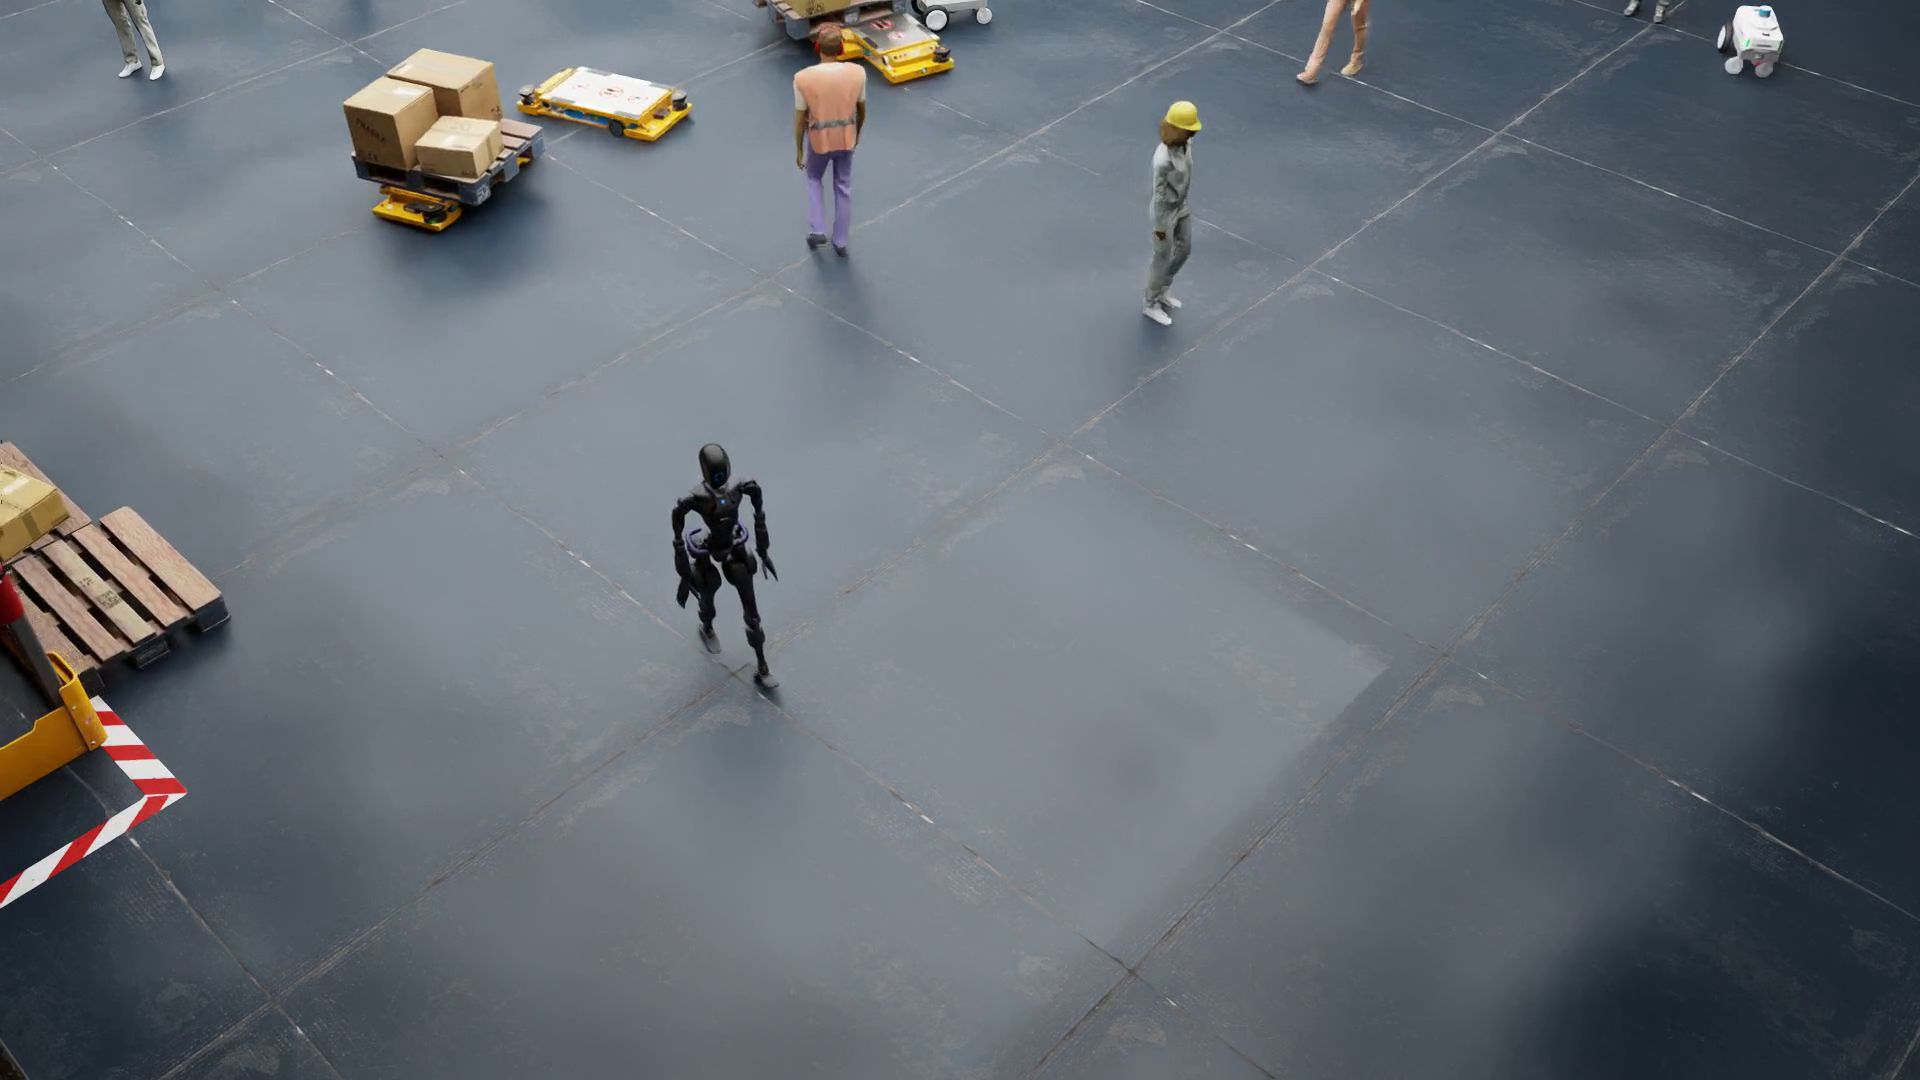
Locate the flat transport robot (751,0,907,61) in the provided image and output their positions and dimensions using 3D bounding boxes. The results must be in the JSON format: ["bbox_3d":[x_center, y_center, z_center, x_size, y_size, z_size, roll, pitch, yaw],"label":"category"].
[{"bbox_3d":[-1.264,-5.062,16.152,0.659,0.231,1.431,-21,46,-22],"label":"flat transport robot"}]

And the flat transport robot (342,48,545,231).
[{"bbox_3d":[-4.216,-3.059,13.927,0.659,0.231,1.431,16,44,17],"label":"flat transport robot"}]

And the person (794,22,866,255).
[{"bbox_3d":[-0.985,-3.046,12.754,0.583,1.819,0.485,-11,43,-12],"label":"person"}]

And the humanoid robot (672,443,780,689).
[{"bbox_3d":[-1.327,0.130,9.358,0.593,1.624,0.774,-20,46,-20],"label":"humanoid robot"}]

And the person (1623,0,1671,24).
[{"bbox_3d":[6.797,-5.900,15.917,0.565,1.834,0.404,20,46,21],"label":"person"}]

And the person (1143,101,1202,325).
[{"bbox_3d":[1.543,-2.380,12.073,0.324,1.735,0.503,22,46,22],"label":"person"}]

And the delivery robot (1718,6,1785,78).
[{"bbox_3d":[7.433,-4.697,15.547,0.501,0.613,0.784,8,43,9],"label":"delivery robot"}]

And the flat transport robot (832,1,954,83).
[{"bbox_3d":[-0.693,-4.777,15.836,0.659,0.231,1.431,-22,46,-22],"label":"flat transport robot"}]

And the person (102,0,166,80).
[{"bbox_3d":[-7.614,-4.969,15.024,0.521,1.638,0.304,8,43,9],"label":"person"}]

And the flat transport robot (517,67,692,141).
[{"bbox_3d":[-3.186,-3.917,14.880,1.431,0.231,0.659,16,45,17],"label":"flat transport robot"}]

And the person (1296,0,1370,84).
[{"bbox_3d":[3.452,-4.895,14.896,0.468,1.699,0.913,32,51,30],"label":"person"}]

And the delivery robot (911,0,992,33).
[{"bbox_3d":[-0.082,-5.312,16.199,0.747,0.572,0.499,-10,43,-11],"label":"delivery robot"}]
